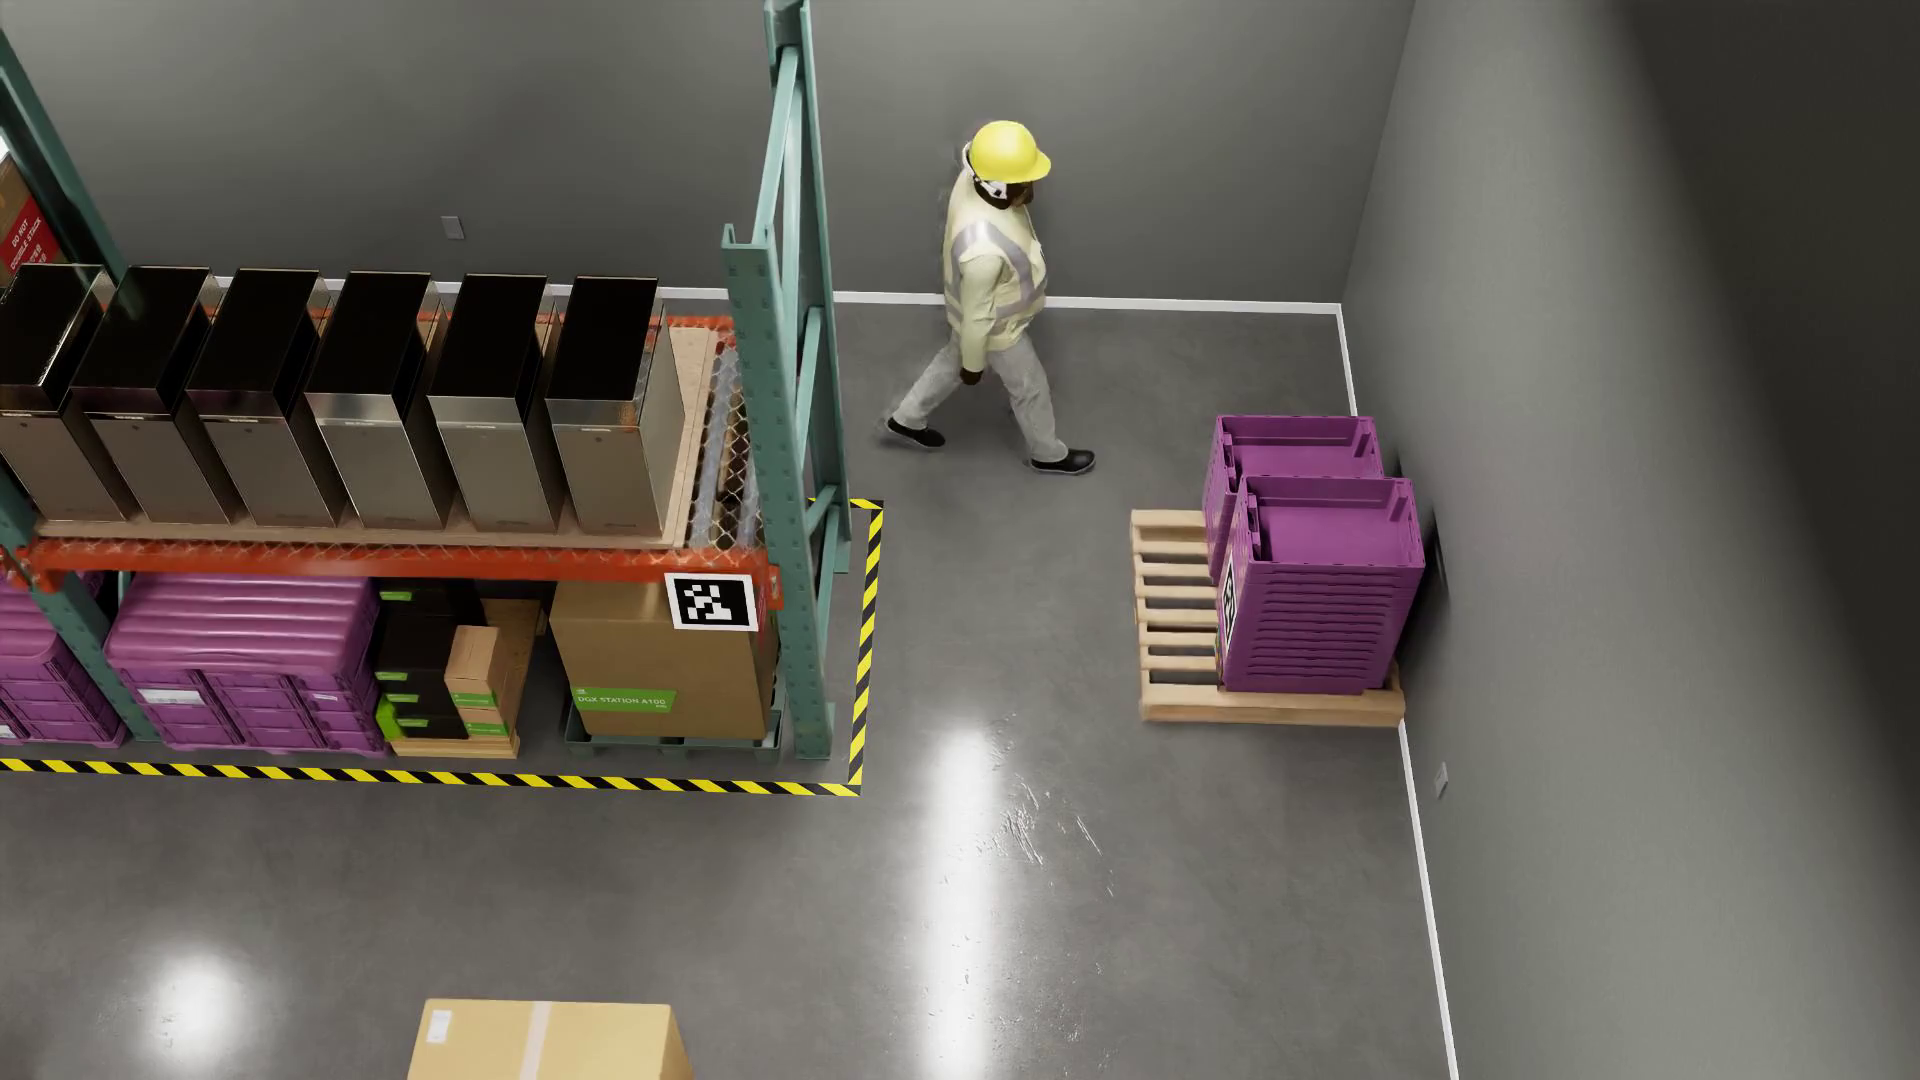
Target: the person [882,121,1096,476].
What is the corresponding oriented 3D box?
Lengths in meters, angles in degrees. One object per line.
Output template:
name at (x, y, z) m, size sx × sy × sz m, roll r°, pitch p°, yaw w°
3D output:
person at (0.097, -0.922, 6.513) m, size 0.898 × 1.794 × 0.590 m, roll -2°, pitch 52°, yaw -2°
